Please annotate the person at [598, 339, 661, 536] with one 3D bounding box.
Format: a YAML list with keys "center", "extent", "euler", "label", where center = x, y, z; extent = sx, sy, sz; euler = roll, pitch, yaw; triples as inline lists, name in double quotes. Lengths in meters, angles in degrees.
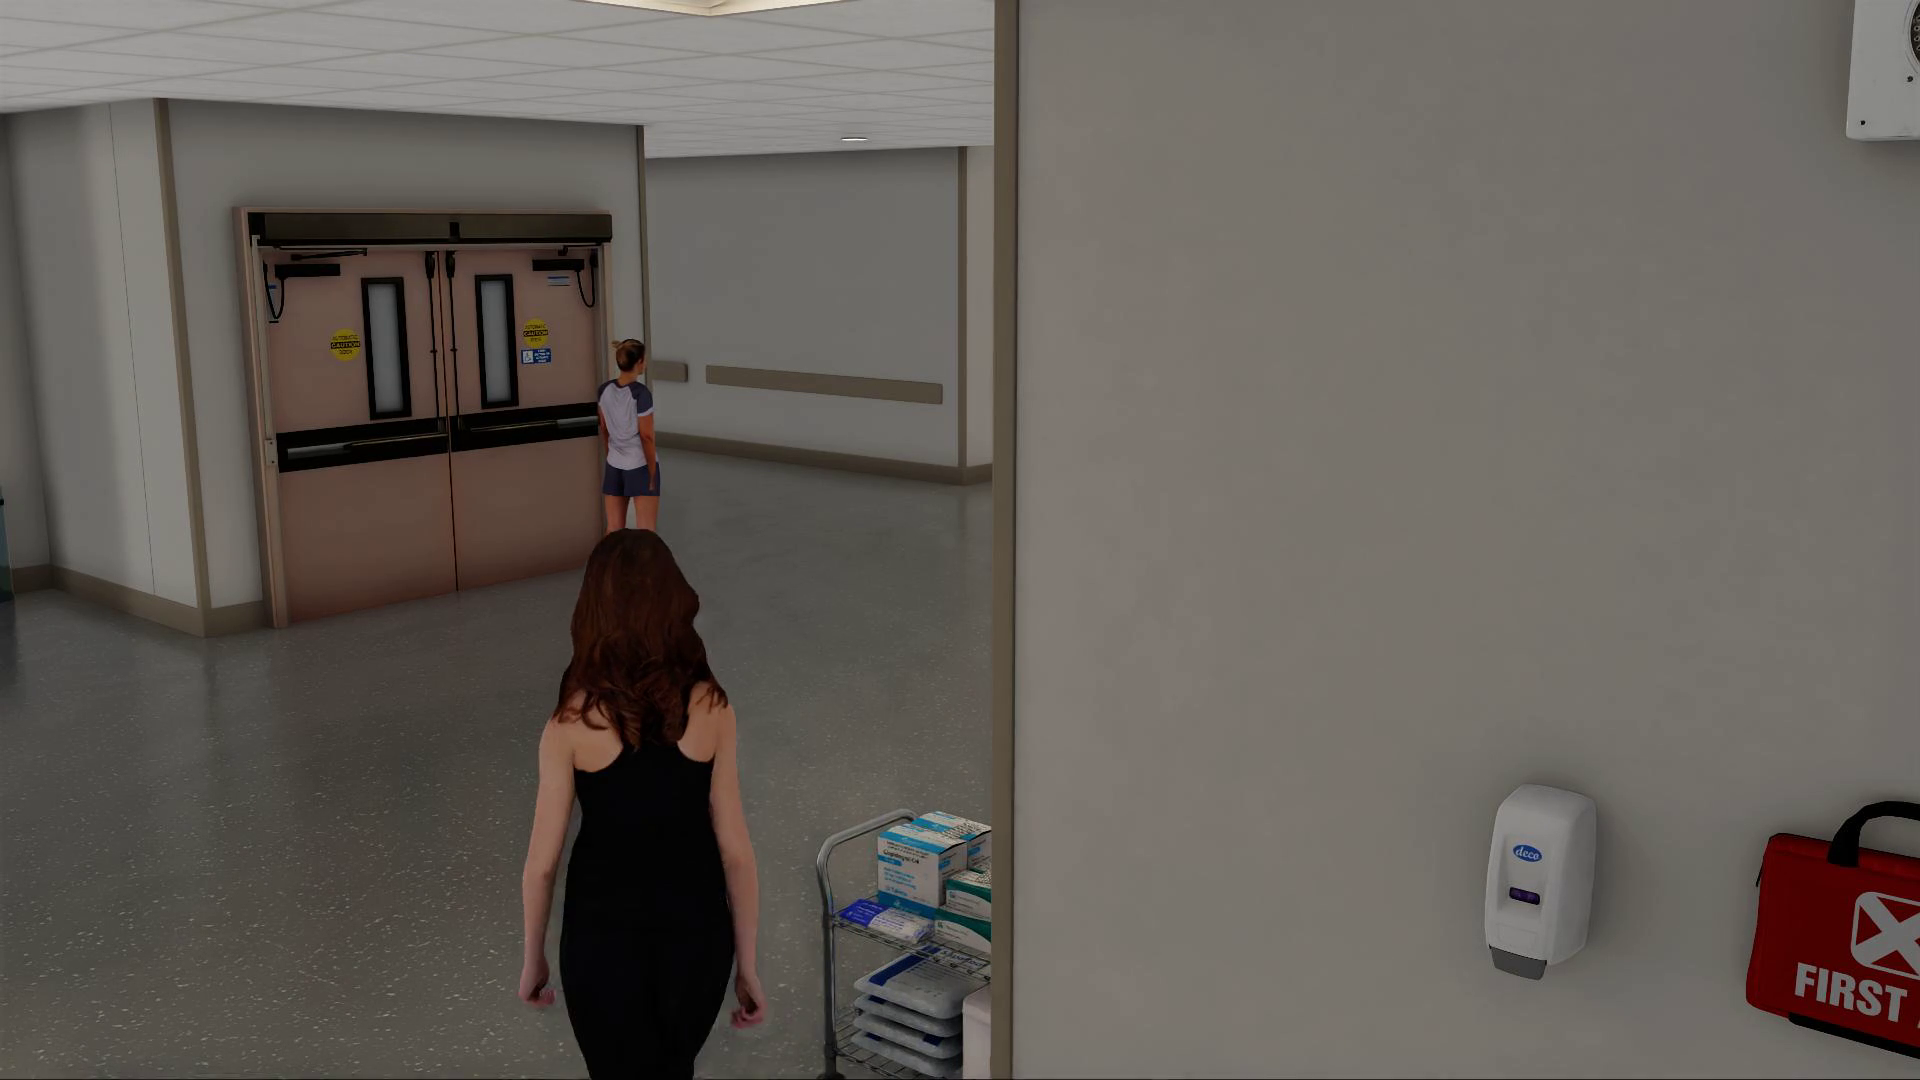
- center: [-2.058, -0.441, 10.386]
  extent: [0.601, 1.621, 0.574]
  euler: [5, 12, 27]
  label: "person"

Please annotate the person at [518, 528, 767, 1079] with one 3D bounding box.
- center: [-0.589, 0.876, 3.237]
  extent: [1.137, 1.701, 0.986]
  euler: [-5, 12, -24]
  label: "person"
